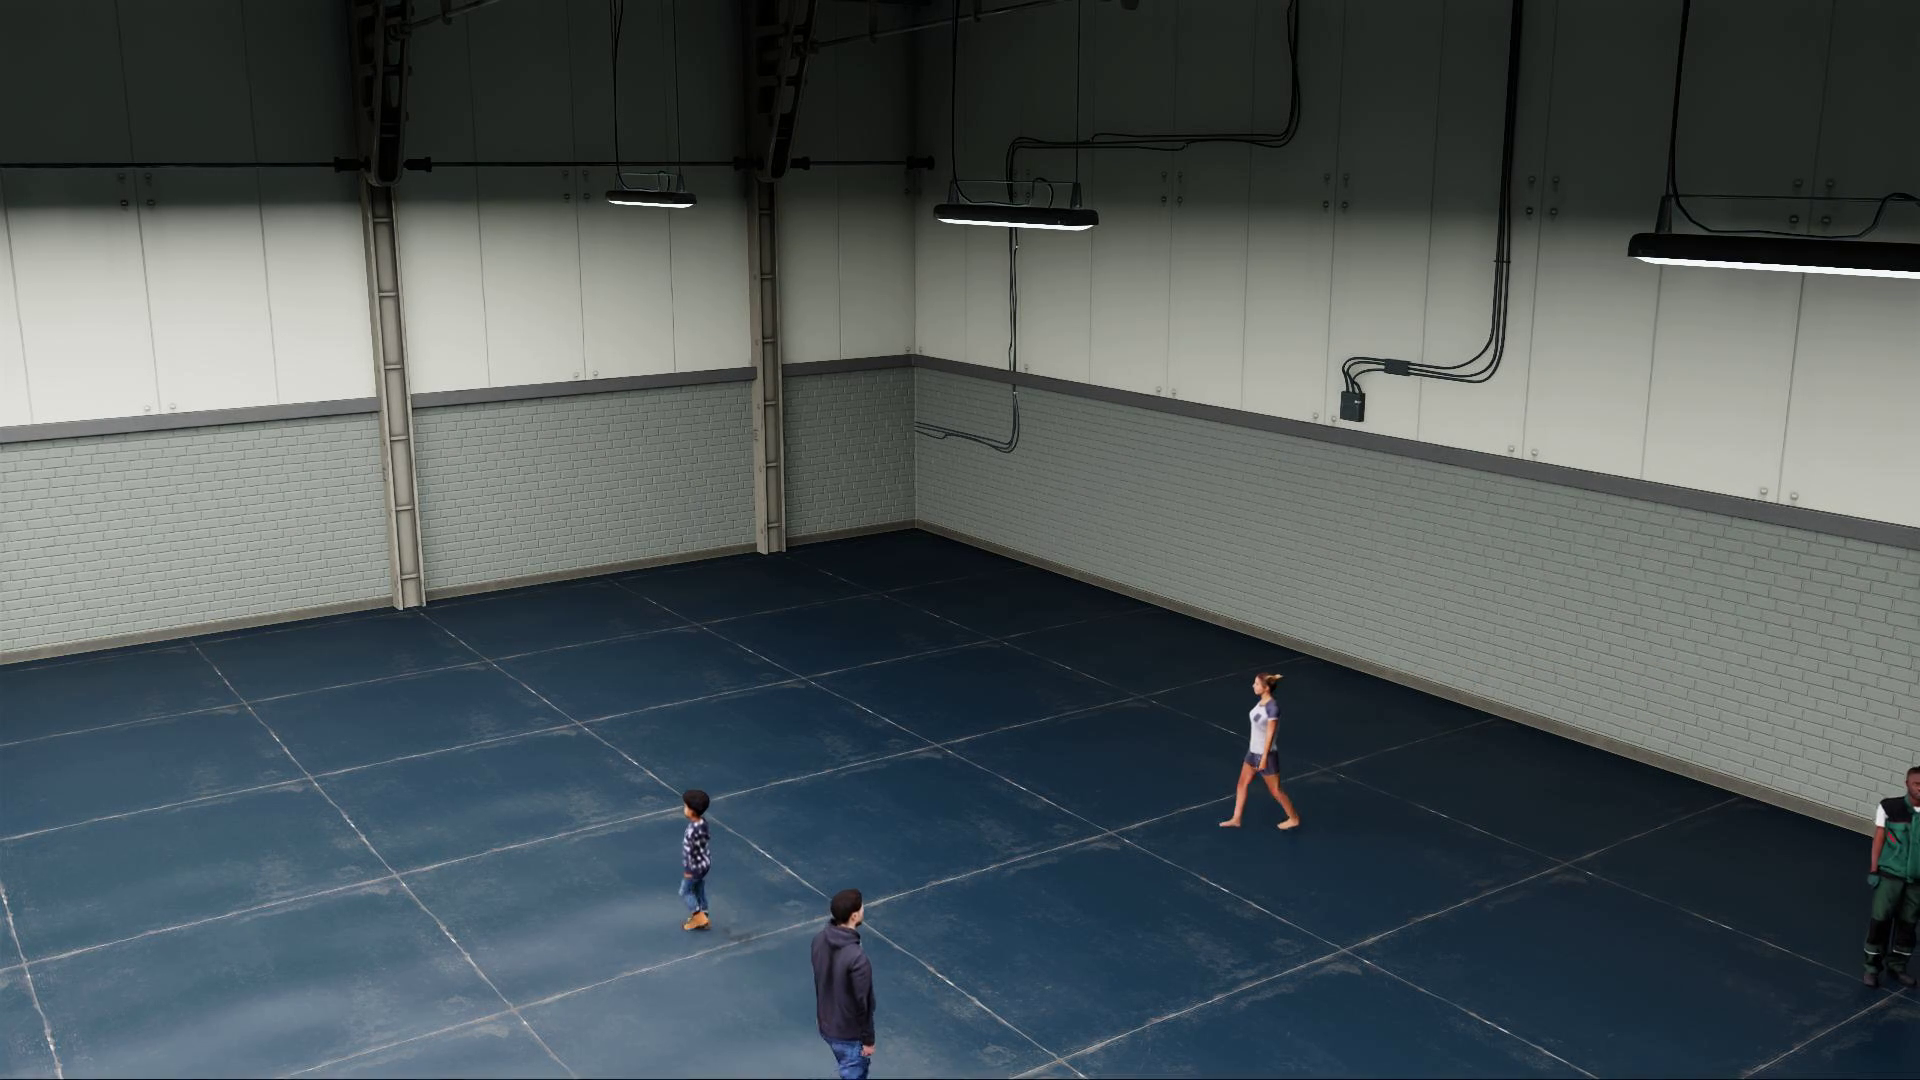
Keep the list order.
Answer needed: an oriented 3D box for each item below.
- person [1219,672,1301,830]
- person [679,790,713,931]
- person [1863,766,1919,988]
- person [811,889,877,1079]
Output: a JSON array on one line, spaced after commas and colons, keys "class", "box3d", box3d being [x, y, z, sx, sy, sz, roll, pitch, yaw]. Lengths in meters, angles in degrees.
[{"class": "person", "box3d": [3.005, 2.070, 16.024, 1.090, 1.585, 0.879, -1, 13, -6]}, {"class": "person", "box3d": [-2.183, 2.712, 14.011, 0.646, 1.242, 0.572, 4, 14, 16]}, {"class": "person", "box3d": [7.424, 2.623, 13.088, 0.821, 1.832, 0.877, 2, 13, 8]}, {"class": "person", "box3d": [-0.807, 3.165, 10.667, 1.113, 1.869, 0.724, -11, 17, -39]}]
